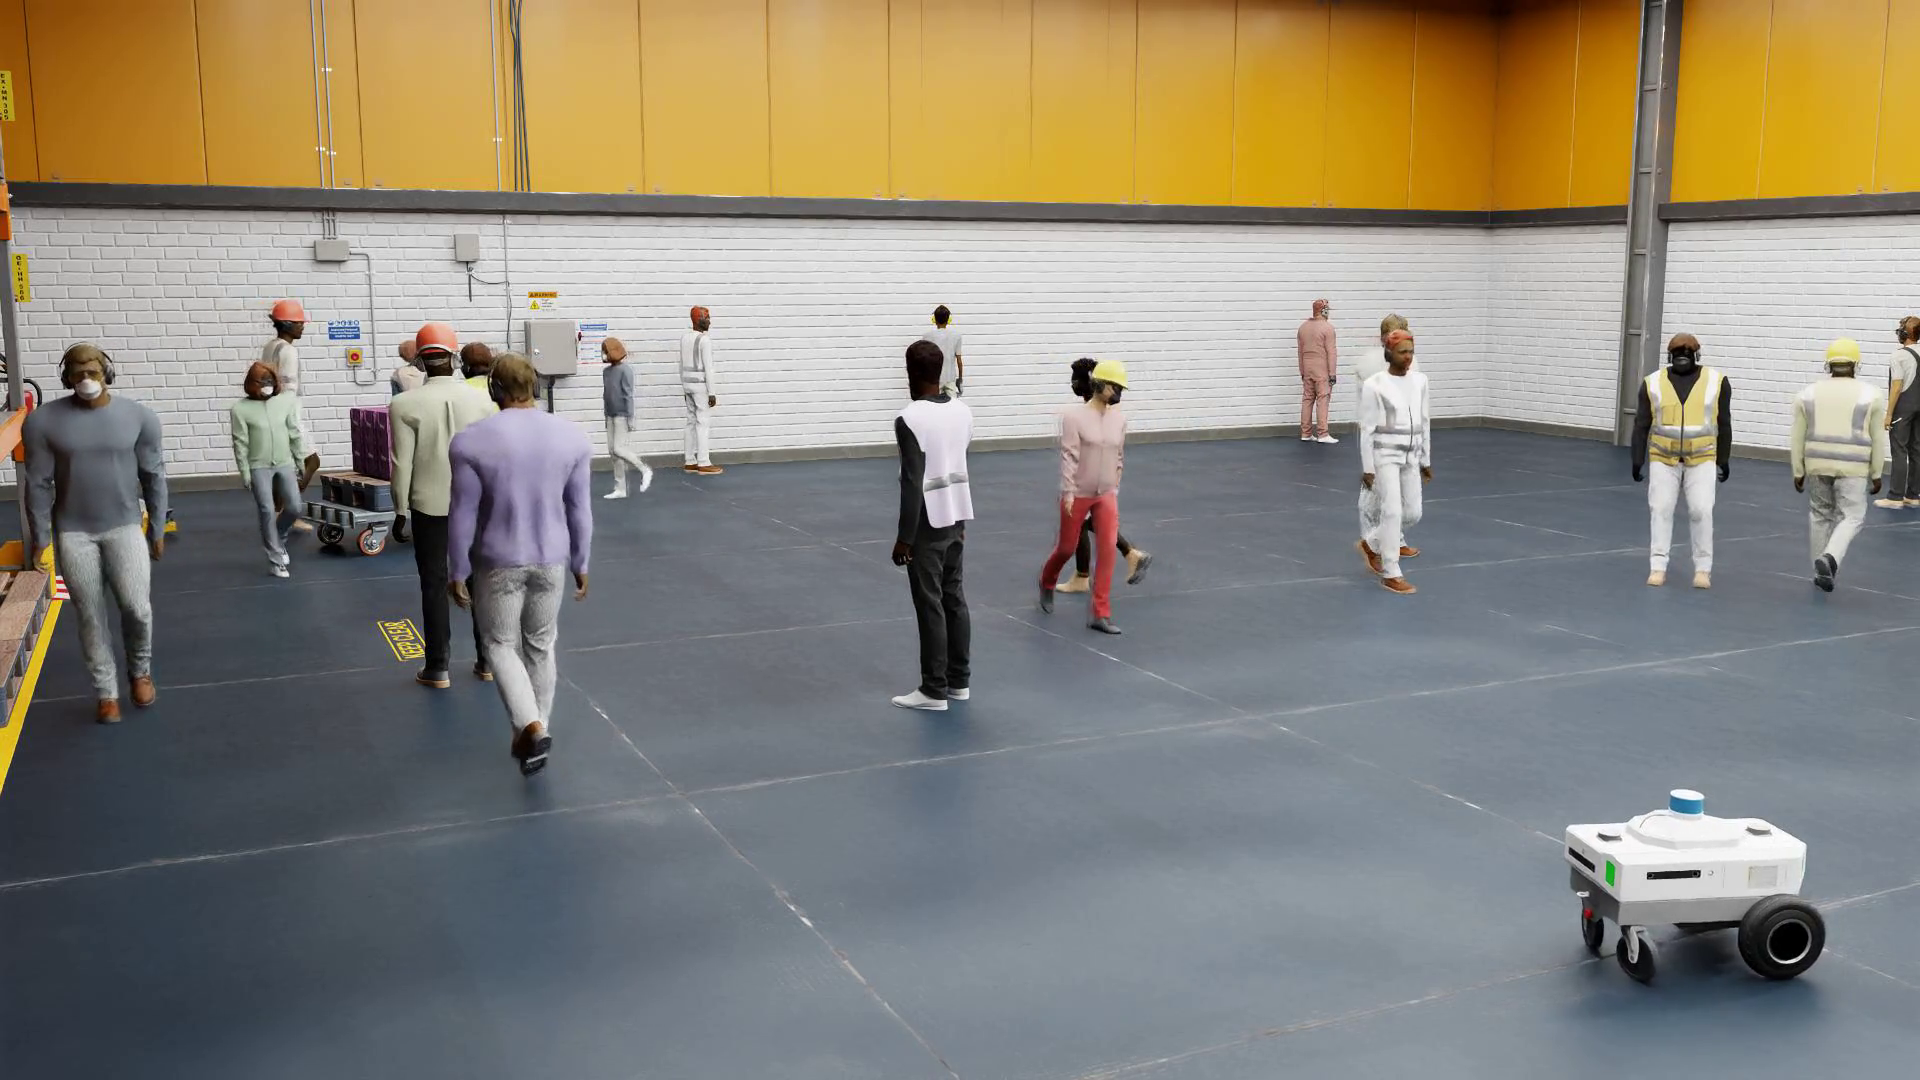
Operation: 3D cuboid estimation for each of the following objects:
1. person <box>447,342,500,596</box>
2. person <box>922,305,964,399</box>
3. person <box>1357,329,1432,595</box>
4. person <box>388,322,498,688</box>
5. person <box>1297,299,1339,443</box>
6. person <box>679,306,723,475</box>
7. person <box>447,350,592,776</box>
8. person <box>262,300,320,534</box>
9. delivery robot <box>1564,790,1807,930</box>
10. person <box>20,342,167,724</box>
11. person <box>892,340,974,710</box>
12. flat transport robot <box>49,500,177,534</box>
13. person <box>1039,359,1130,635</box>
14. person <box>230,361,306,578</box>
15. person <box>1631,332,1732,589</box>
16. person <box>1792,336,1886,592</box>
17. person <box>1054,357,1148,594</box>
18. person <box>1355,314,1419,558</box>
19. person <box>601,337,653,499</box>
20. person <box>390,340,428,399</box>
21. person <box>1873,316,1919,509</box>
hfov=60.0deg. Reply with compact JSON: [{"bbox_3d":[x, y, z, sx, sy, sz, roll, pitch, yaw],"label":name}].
[{"bbox_3d":[-3.270,-0.452,11.377,0.623,1.779,1.004,-8,12,-40],"label":"person"},{"bbox_3d":[-0.213,-1.888,20.020,0.519,1.874,0.327,-1,9,-8],"label":"person"},{"bbox_3d":[3.066,-0.568,11.849,0.590,1.867,0.607,-5,10,-28],"label":"person"},{"bbox_3d":[-2.814,-0.191,9.119,0.621,1.990,0.391,-7,11,-35],"label":"person"},{"bbox_3d":[4.775,-2.239,22.090,0.408,1.909,0.638,-6,11,-33],"label":"person"},{"bbox_3d":[-2.927,-1.674,18.652,0.337,1.882,0.585,-8,12,-40],"label":"person"},{"bbox_3d":[-1.942,0.117,7.435,0.648,1.920,0.671,-5,11,-30],"label":"person"},{"bbox_3d":[-5.771,-1.041,14.283,0.473,2.023,0.618,-8,12,-41],"label":"person"},{"bbox_3d":[2.375,1.067,5.473,0.707,0.478,0.477,-1,9,-6],"label":"delivery robot"},{"bbox_3d":[-4.313,-0.030,8.335,0.632,1.920,0.428,-4,10,-24],"label":"person"},{"bbox_3d":[-0.132,-0.074,8.628,0.383,1.916,0.591,6,11,32],"label":"person"},{"bbox_3d":[-7.461,-0.217,14.603,0.652,0.197,1.431,-8,12,-42],"label":"flat transport robot"},{"bbox_3d":[0.808,-0.305,10.656,0.539,1.719,0.812,-4,10,-26],"label":"person"},{"bbox_3d":[-5.130,-0.522,12.335,0.438,1.612,0.539,8,12,42],"label":"person"},{"bbox_3d":[5.202,-0.577,12.021,0.661,1.833,0.453,5,10,27],"label":"person"},{"bbox_3d":[6.119,-0.512,11.642,0.595,1.818,0.646,9,13,43],"label":"person"},{"bbox_3d":[0.979,-0.439,11.610,0.564,1.677,0.540,2,9,15],"label":"person"},{"bbox_3d":[3.400,-0.820,13.198,0.370,1.937,0.627,-6,11,-31],"label":"person"},{"bbox_3d":[-3.372,-1.214,16.605,0.428,1.617,0.525,-8,12,-42],"label":"person"},{"bbox_3d":[-5.161,-1.082,15.877,0.541,1.624,0.319,1,9,7],"label":"person"},{"bbox_3d":[9.044,-1.213,15.916,0.507,1.847,0.351,-3,10,-20],"label":"person"}]
